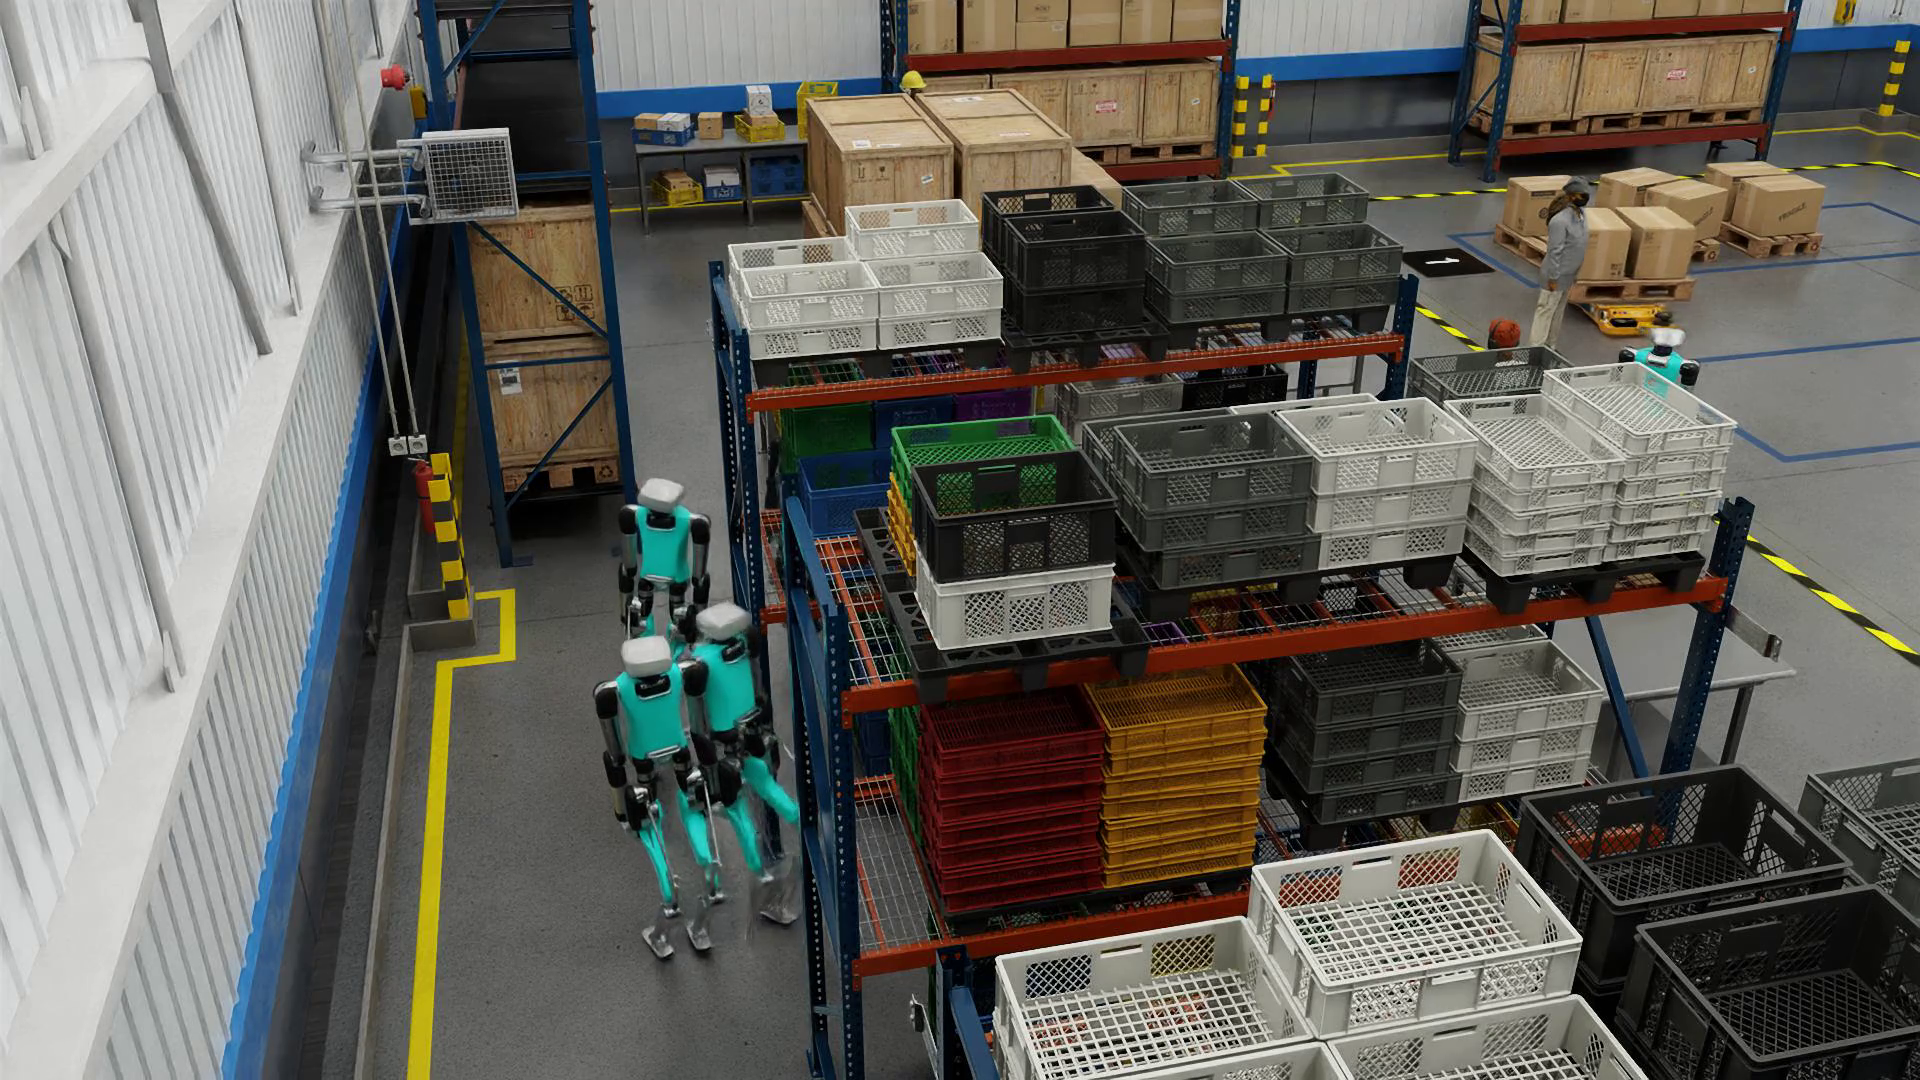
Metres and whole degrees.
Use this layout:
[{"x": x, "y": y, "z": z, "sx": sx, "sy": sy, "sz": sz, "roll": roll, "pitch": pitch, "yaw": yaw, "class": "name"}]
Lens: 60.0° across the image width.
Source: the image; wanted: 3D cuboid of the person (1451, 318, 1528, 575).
[{"x": 3.653, "y": -0.631, "z": 11.519, "sx": 0.585, "sy": 1.878, "sz": 0.360, "roll": -12, "pitch": 30, "yaw": -21, "class": "person"}]

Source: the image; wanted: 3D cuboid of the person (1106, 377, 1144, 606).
[{"x": 1.019, "y": -0.123, "z": 10.481, "sx": 0.402, "sy": 1.945, "sz": 0.613, "roll": -18, "pitch": 33, "yaw": -30, "class": "person"}]

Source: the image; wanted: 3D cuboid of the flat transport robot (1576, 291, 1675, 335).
[{"x": 6.498, "y": -2.383, "z": 16.538, "sx": 0.652, "sy": 0.197, "sz": 1.431, "roll": -1, "pitch": 28, "yaw": -2, "class": "flat transport robot"}]

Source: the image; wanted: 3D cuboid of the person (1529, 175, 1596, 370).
[{"x": 5.412, "y": -2.415, "z": 15.019, "sx": 0.399, "sy": 1.768, "sz": 0.560, "roll": 21, "pitch": 35, "yaw": 35, "class": "person"}]

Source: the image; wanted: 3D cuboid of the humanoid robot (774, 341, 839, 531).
[{"x": -1.018, "y": -0.829, "z": 12.180, "sx": 0.796, "sy": 1.625, "sz": 0.609, "roll": -21, "pitch": 34, "yaw": -34, "class": "humanoid robot"}]

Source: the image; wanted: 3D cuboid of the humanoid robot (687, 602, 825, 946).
[{"x": -0.939, "y": 1.219, "z": 8.232, "sx": 0.772, "sy": 1.836, "sz": 0.574, "roll": 16, "pitch": 32, "yaw": 27, "class": "humanoid robot"}]

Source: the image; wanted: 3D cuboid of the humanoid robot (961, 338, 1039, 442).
[{"x": 0.311, "y": -0.493, "z": 11.318, "sx": 0.530, "sy": 1.702, "sz": 0.748, "roll": -4, "pitch": 28, "yaw": -8, "class": "humanoid robot"}]

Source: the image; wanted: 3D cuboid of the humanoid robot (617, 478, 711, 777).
[{"x": -1.719, "y": 0.584, "z": 9.385, "sx": 0.576, "sy": 1.787, "sz": 0.822, "roll": 4, "pitch": 28, "yaw": 7, "class": "humanoid robot"}]

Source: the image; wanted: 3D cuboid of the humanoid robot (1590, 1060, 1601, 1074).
[{"x": 2.188, "y": 2.438, "z": 5.924, "sx": 0.524, "sy": 1.645, "sz": 0.610, "roll": 2, "pitch": 28, "yaw": 4, "class": "humanoid robot"}]

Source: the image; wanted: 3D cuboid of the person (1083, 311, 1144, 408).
[{"x": 1.168, "y": -1.328, "z": 12.666, "sx": 0.607, "sy": 2.043, "sz": 0.373, "roll": 19, "pitch": 33, "yaw": 31, "class": "person"}]

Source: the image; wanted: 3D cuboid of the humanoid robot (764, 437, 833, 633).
[{"x": -1.016, "y": -0.088, "z": 10.704, "sx": 0.585, "sy": 1.654, "sz": 0.350, "roll": 17, "pitch": 32, "yaw": 30, "class": "humanoid robot"}]

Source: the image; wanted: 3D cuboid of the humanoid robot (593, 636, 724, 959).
[{"x": -1.349, "y": 1.324, "z": 7.905, "sx": 0.546, "sy": 1.752, "sz": 0.676, "roll": -13, "pitch": 30, "yaw": -23, "class": "humanoid robot"}]

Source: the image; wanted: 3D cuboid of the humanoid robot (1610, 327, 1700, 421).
[{"x": 4.903, "y": -0.789, "z": 11.819, "sx": 0.533, "sy": 1.681, "sz": 0.735, "roll": 17, "pitch": 32, "yaw": 29, "class": "humanoid robot"}]

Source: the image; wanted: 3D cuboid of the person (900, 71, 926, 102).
[{"x": -0.523, "y": -4.281, "z": 18.490, "sx": 0.599, "sy": 1.832, "sz": 0.404, "roll": -22, "pitch": 35, "yaw": -35, "class": "person"}]
